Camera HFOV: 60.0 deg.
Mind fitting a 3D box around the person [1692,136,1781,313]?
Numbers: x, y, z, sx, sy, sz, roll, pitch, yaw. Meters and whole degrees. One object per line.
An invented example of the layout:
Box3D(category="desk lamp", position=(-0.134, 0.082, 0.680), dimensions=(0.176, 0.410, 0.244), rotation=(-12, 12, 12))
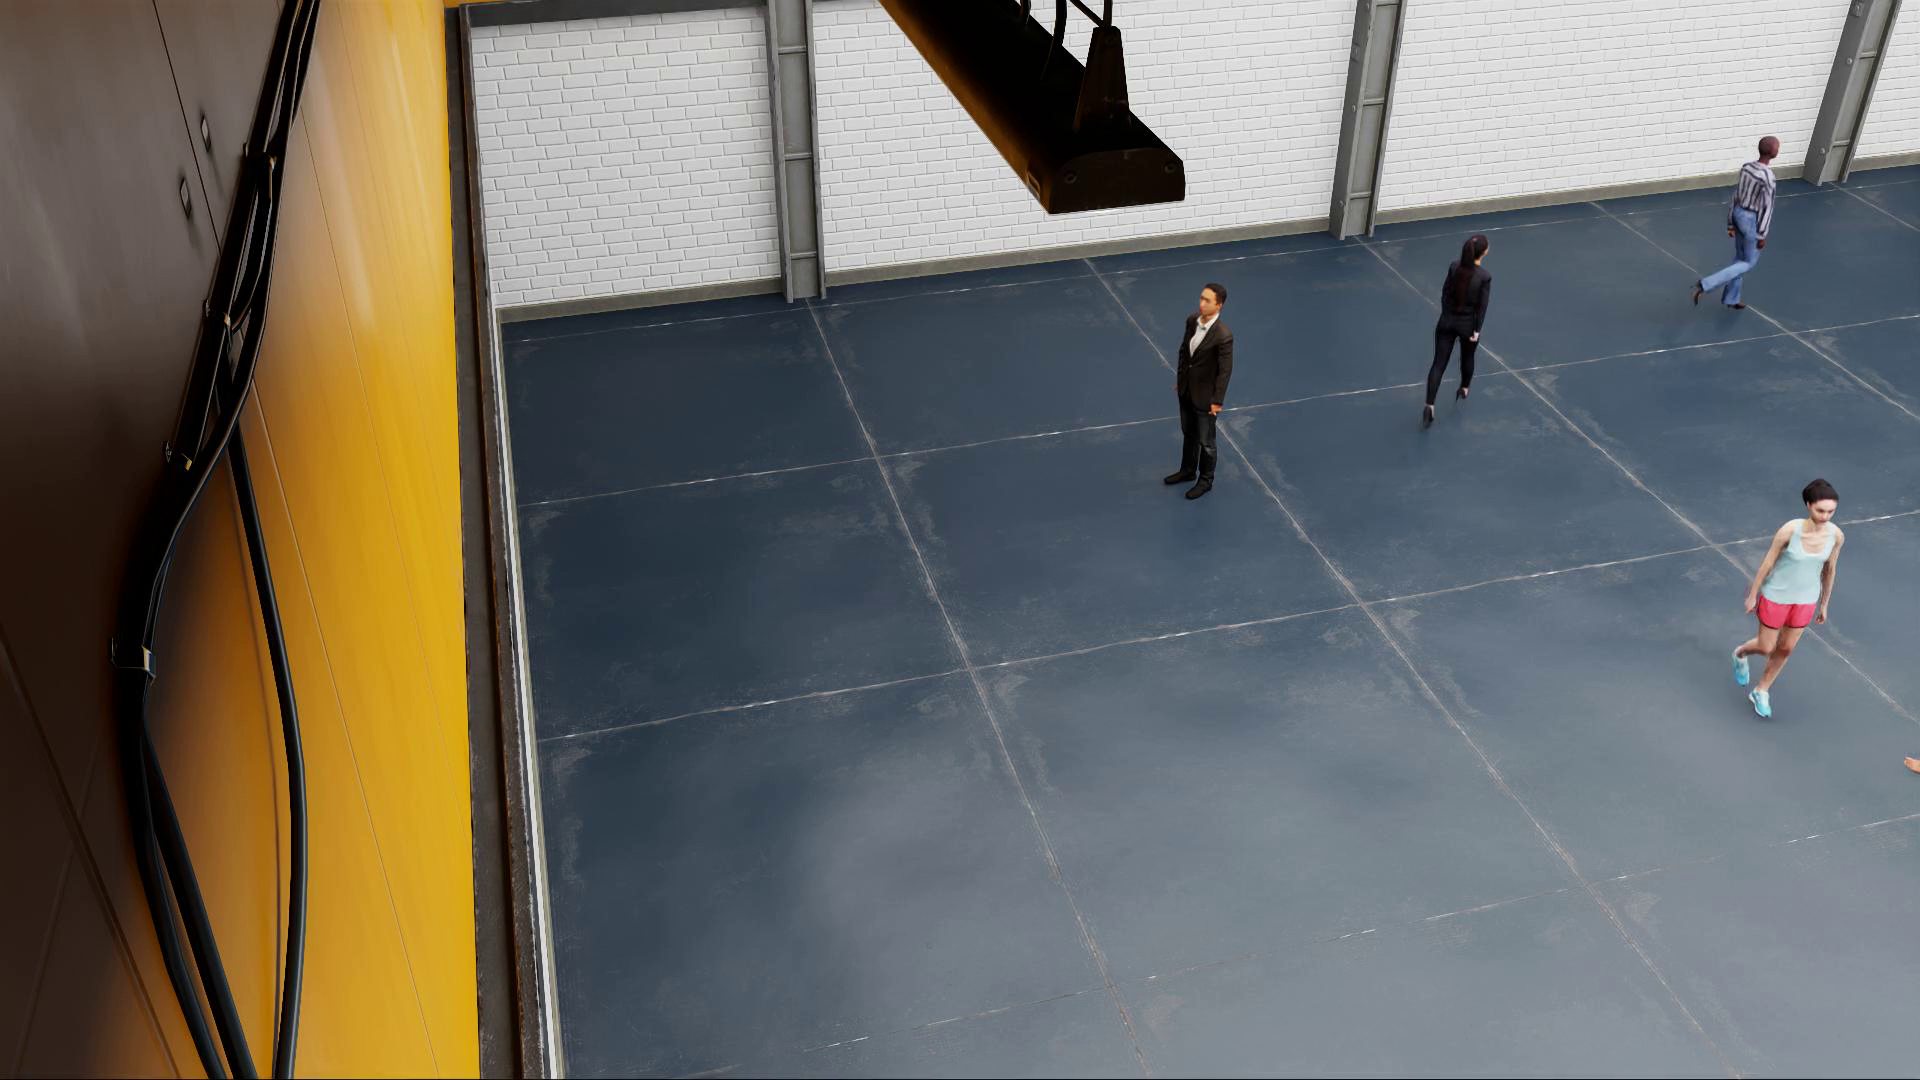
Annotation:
Box3D(category="person", position=(7.424, -2.954, 15.838), dimensions=(0.941, 1.775, 0.683), rotation=(-6, 34, -9))

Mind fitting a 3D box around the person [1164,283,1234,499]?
Box3D(category="person", position=(1.920, -1.199, 13.171), dimensions=(0.664, 1.805, 0.741), rotation=(-20, 39, -28))

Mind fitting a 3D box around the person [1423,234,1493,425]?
Box3D(category="person", position=(4.197, -1.766, 14.145), dimensions=(0.996, 1.671, 1.110), rotation=(23, 40, 30))

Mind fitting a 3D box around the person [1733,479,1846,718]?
Box3D(category="person", position=(5.402, 0.341, 10.903), dimensions=(0.788, 1.753, 0.823), rotation=(1, 34, 1))
